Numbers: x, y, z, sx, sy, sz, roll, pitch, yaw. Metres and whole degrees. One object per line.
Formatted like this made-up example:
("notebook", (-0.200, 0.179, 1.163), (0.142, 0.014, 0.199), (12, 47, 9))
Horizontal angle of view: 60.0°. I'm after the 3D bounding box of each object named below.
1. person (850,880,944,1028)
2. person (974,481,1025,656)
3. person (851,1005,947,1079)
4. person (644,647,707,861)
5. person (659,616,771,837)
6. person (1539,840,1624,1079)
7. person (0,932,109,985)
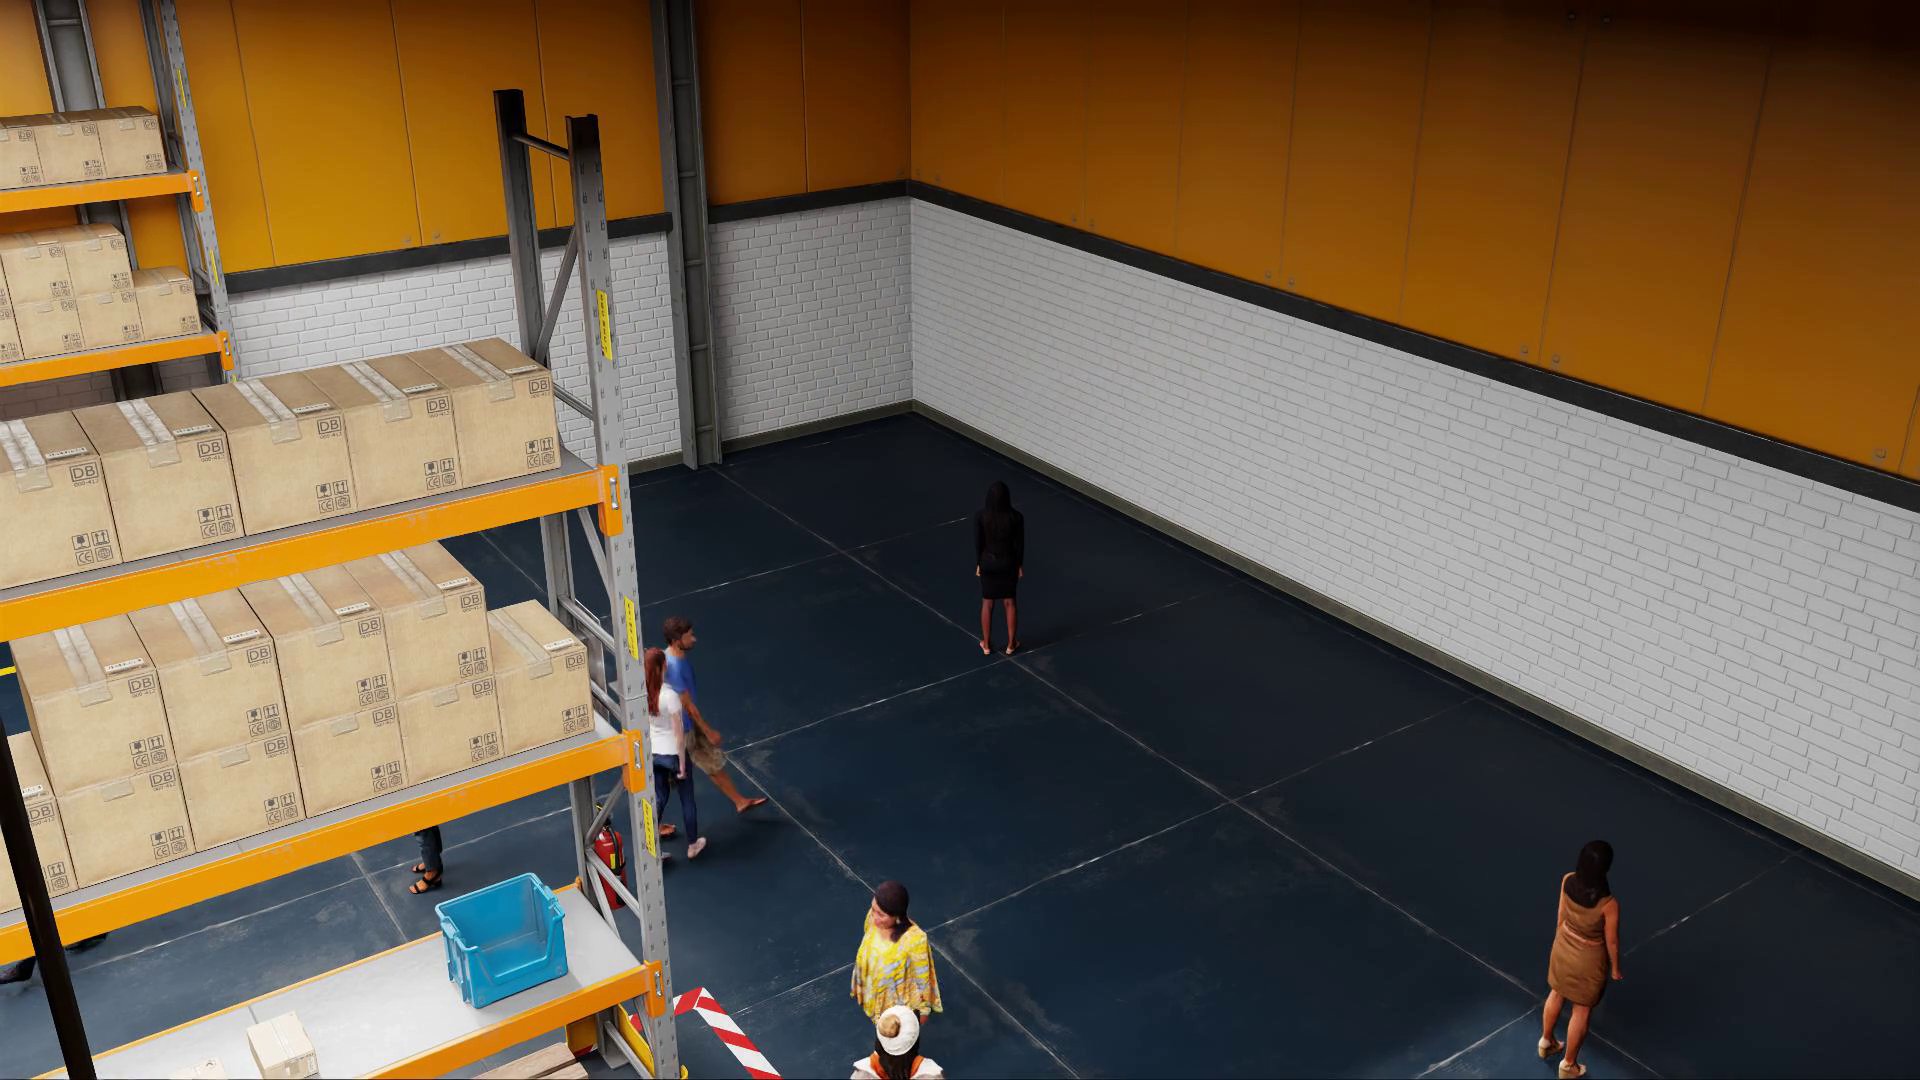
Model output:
("person", (-0.317, 2.696, 9.895), (0.767, 1.642, 0.794), (21, 31, 40))
("person", (0.362, 0.248, 15.399), (0.648, 1.720, 0.744), (1, 24, 1))
("person", (-0.305, 3.151, 8.547), (0.806, 1.889, 0.876), (2, 24, 5))
("person", (-2.233, 1.632, 12.245), (0.811, 1.710, 0.914), (11, 26, 24))
("person", (-2.207, 1.452, 12.527), (1.316, 1.814, 1.091), (-2, 24, -4))
("person", (3.774, 2.572, 10.127), (0.547, 1.685, 0.582), (-12, 26, -26))
("person", (-6.104, 2.081, 11.220), (0.794, 1.707, 1.091), (21, 31, 39))
